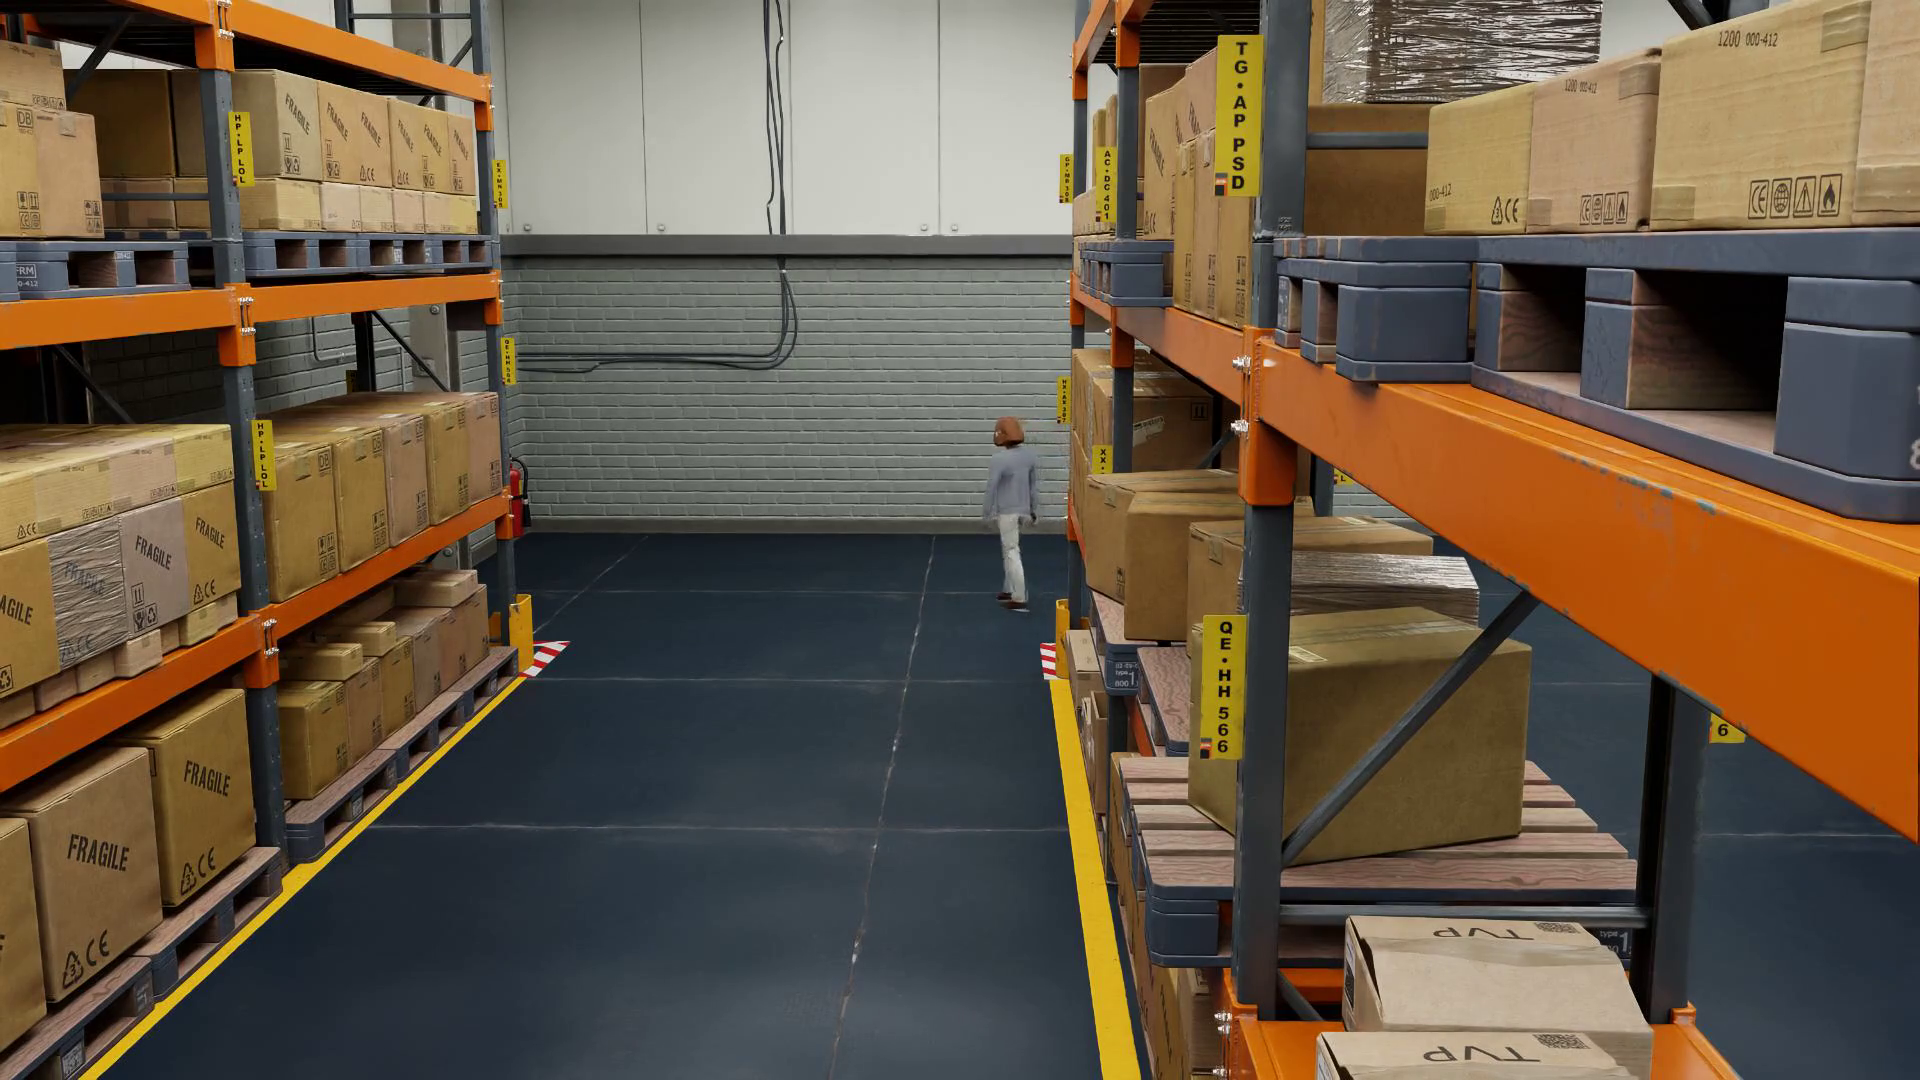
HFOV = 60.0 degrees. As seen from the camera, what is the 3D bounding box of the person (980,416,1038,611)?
[{"bbox_3d":[0.368,-0.226,13.863,0.586,1.610,0.531,10,14,44],"label":"person"}]
